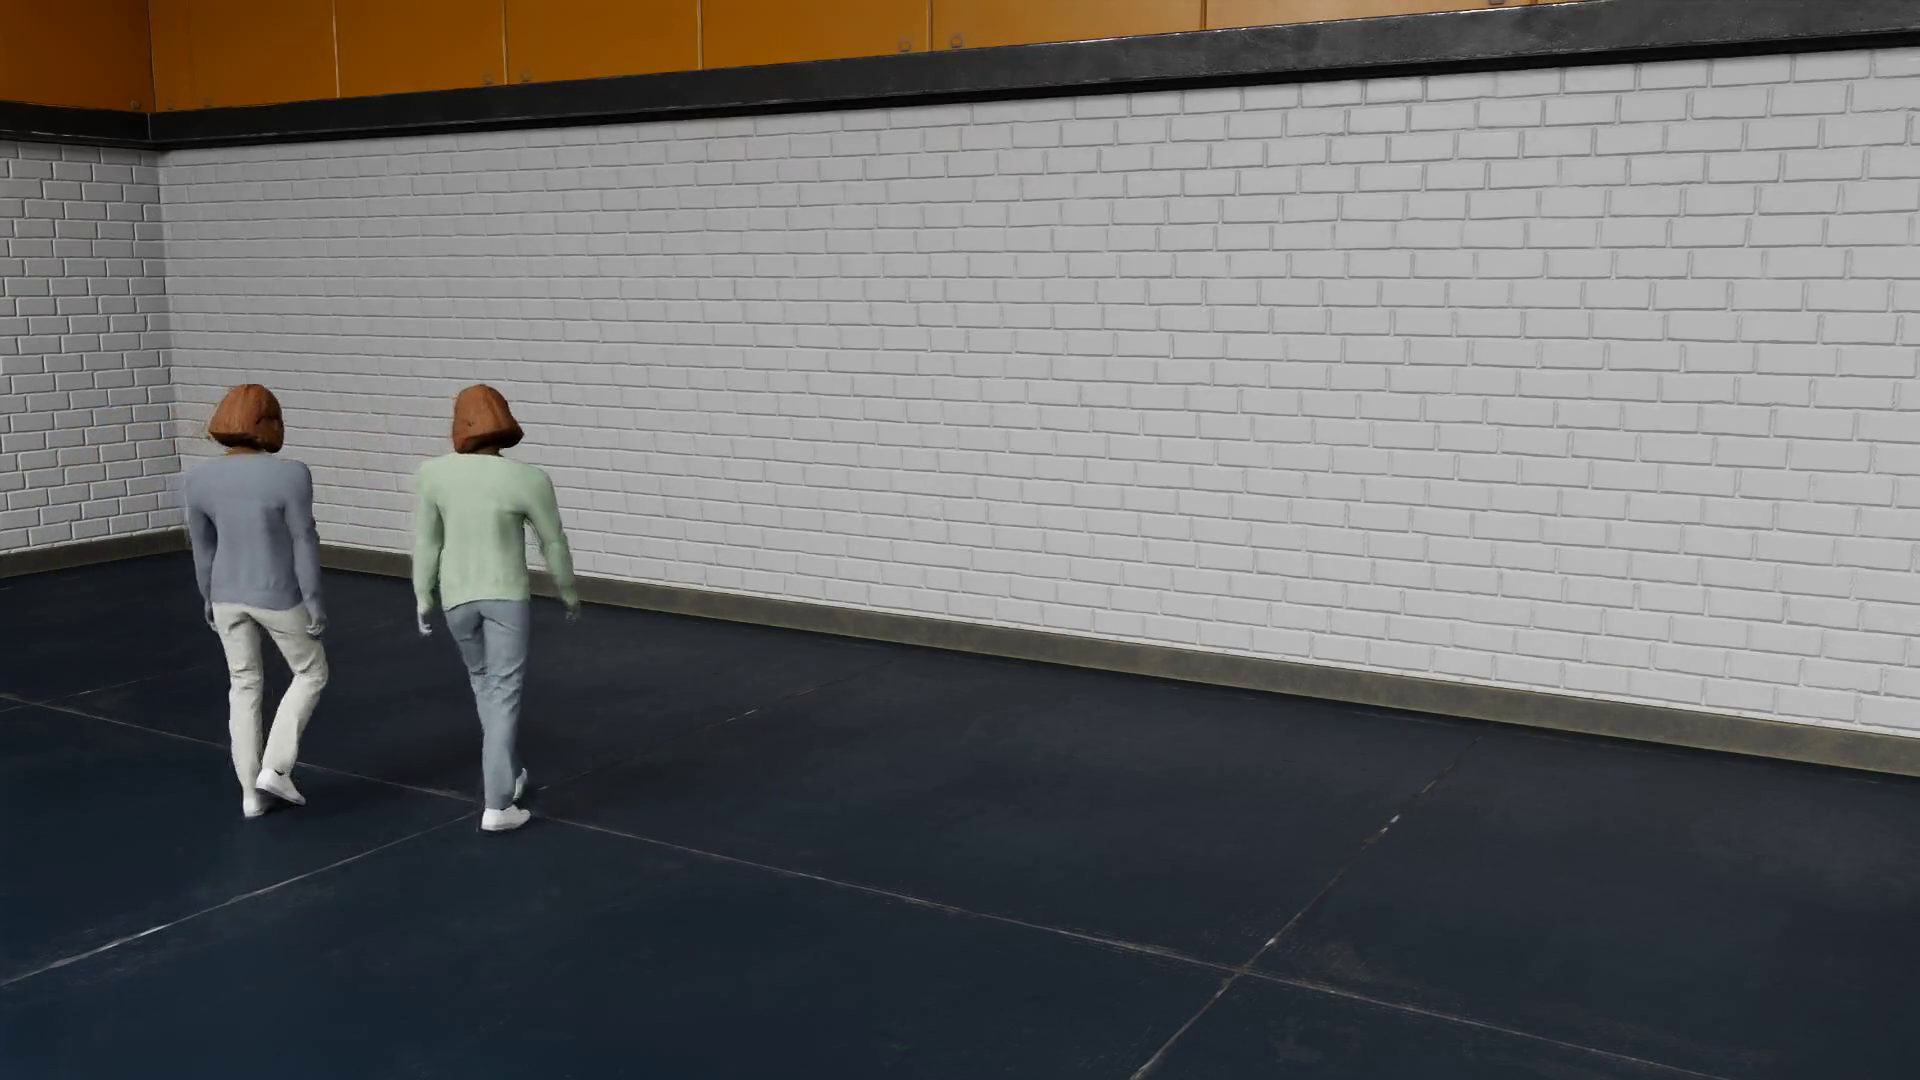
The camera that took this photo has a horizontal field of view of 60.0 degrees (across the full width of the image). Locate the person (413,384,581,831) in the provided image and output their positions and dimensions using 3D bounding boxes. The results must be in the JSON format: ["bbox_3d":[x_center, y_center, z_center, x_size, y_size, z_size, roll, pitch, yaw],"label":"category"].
[{"bbox_3d":[-1.717,0.235,6.148,0.544,1.609,0.655,1,9,7],"label":"person"}]

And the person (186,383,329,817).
[{"bbox_3d":[-2.583,0.231,6.152,0.517,1.619,0.333,1,9,6],"label":"person"}]
